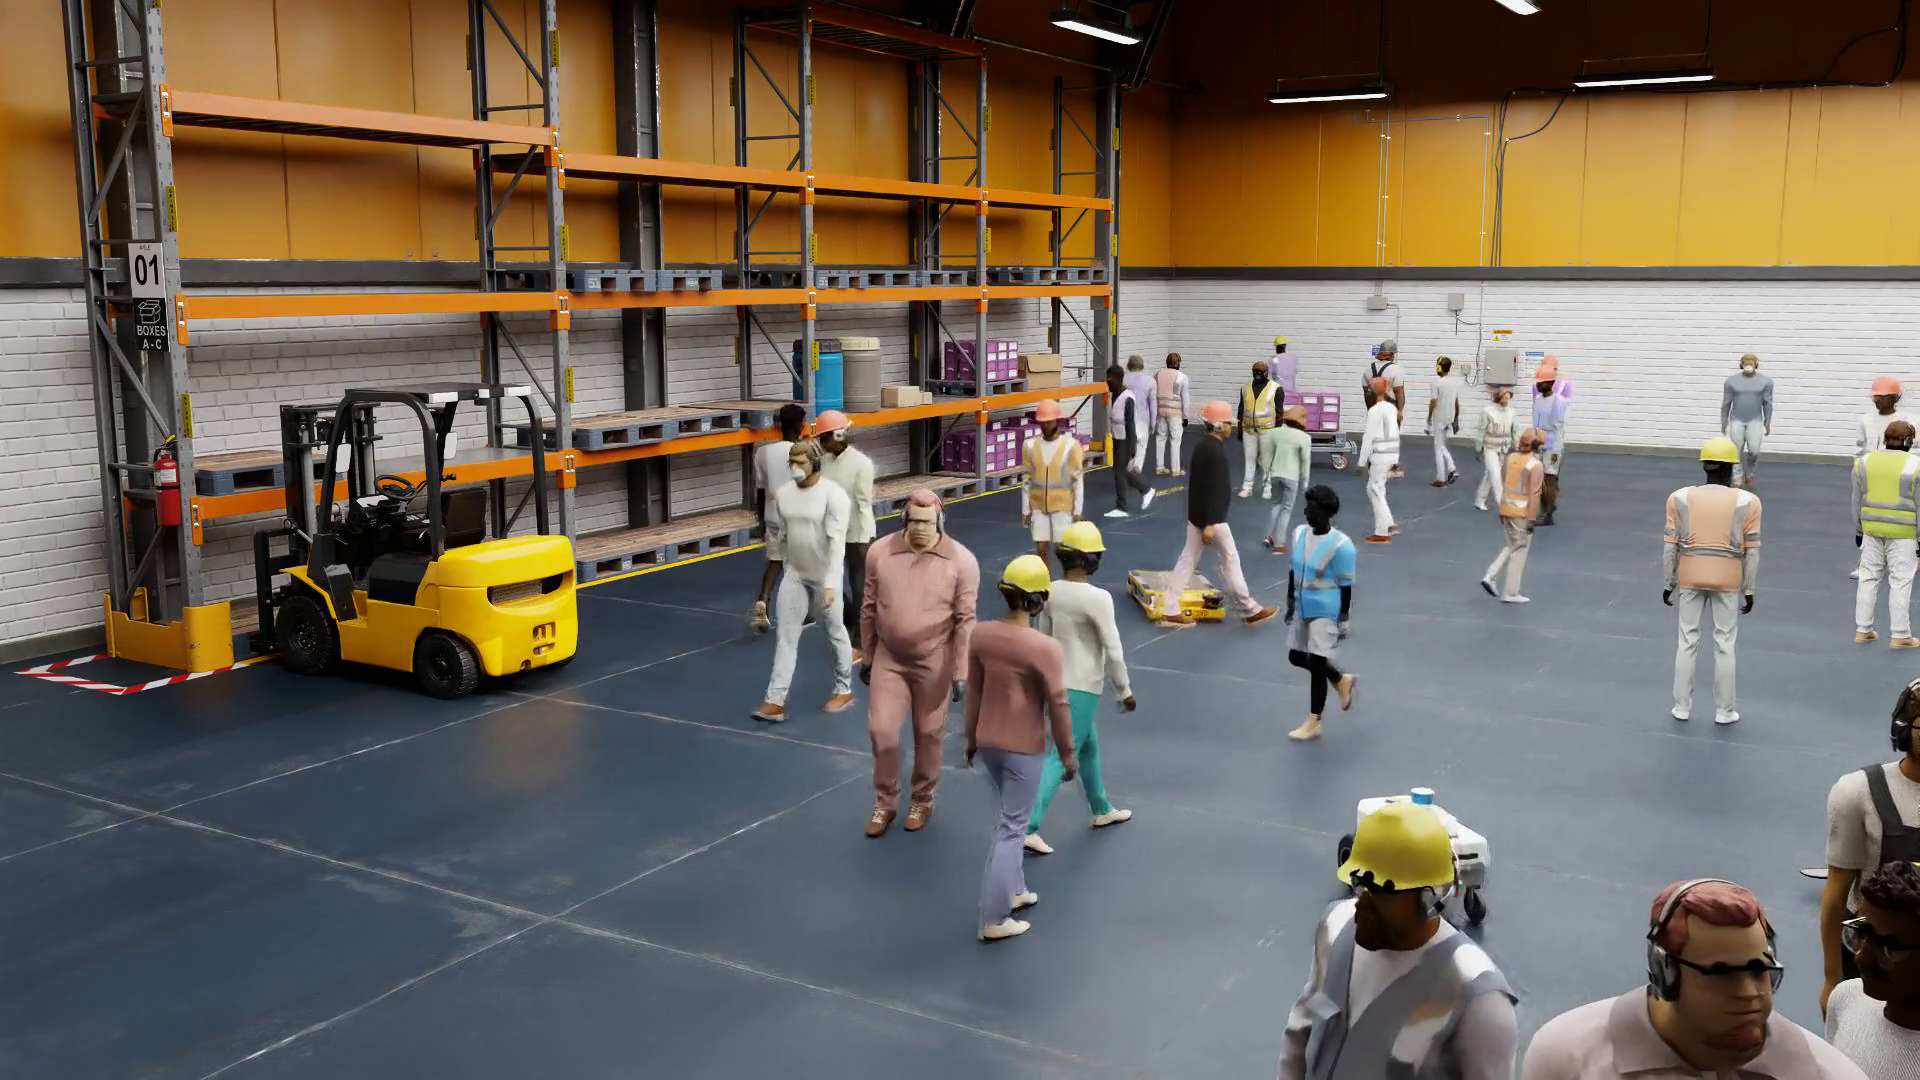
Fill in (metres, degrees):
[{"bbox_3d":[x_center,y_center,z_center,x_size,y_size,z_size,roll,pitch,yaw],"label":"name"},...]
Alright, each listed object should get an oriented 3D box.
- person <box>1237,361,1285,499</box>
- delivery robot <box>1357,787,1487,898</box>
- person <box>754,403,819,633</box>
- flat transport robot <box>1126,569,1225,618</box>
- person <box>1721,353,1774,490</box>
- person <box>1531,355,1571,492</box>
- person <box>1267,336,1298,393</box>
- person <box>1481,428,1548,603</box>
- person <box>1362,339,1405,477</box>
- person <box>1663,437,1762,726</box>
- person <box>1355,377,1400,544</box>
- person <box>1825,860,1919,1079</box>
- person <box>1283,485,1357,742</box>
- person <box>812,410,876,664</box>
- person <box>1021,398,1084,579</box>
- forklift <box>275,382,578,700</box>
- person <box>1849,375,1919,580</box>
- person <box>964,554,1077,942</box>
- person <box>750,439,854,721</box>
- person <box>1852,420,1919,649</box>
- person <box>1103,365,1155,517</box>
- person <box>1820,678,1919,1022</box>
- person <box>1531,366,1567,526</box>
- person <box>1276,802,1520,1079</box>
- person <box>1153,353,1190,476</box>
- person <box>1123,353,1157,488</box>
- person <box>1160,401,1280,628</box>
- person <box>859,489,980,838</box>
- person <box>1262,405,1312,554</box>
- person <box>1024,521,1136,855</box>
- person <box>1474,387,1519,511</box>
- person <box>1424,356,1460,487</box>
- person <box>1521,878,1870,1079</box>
[{"bbox_3d":[4.004,-1.470,22.279,0.634,1.839,0.429,6,11,31],"label":"person"},{"bbox_3d":[2.192,1.424,7.918,0.477,0.478,0.707,-2,9,-15],"label":"delivery robot"},{"bbox_3d":[-1.456,-0.173,13.867,0.620,1.939,0.785,3,10,19],"label":"person"},{"bbox_3d":[1.930,0.473,15.031,0.652,0.197,1.431,0,9,-3],"label":"flat transport robot"},{"bbox_3d":[10.781,-1.606,22.835,0.649,1.925,0.448,4,10,26],"label":"person"},{"bbox_3d":[8.005,-1.559,22.680,0.549,1.891,0.963,7,11,36],"label":"person"},{"bbox_3d":[5.691,-2.685,29.669,0.626,1.919,0.567,-4,10,-21],"label":"person"},{"bbox_3d":[5.079,-0.220,15.154,0.430,1.614,0.536,-2,9,-13],"label":"person"},{"bbox_3d":[6.336,-1.956,24.686,0.537,2.000,0.674,-7,11,-36],"label":"person"},{"bbox_3d":[5.007,0.275,11.121,0.589,1.924,0.384,5,10,29],"label":"person"},{"bbox_3d":[4.671,-0.881,18.525,0.414,1.867,0.616,6,11,35],"label":"person"},{"bbox_3d":[1.860,1.544,3.370,0.329,1.872,0.507,-3,10,-17],"label":"person"},{"bbox_3d":[2.400,0.456,10.752,0.591,1.671,0.559,-5,10,-28],"label":"person"},{"bbox_3d":[-0.881,-0.020,12.849,0.670,1.965,0.443,8,12,39],"label":"person"},{"bbox_3d":[0.823,-0.308,14.788,0.555,1.924,0.550,3,10,19],"label":"person"},{"bbox_3d":[-3.974,-0.067,12.417,2.313,2.155,1.214,5,11,30],"label":"forklift"},{"bbox_3d":[9.126,-0.617,16.388,0.736,2.020,0.618,-6,11,-33],"label":"person"},{"bbox_3d":[0.299,0.930,7.597,0.548,1.740,0.669,9,12,43],"label":"person"},{"bbox_3d":[-1.047,0.285,11.147,0.650,1.896,0.986,5,11,31],"label":"person"},{"bbox_3d":[7.515,-0.048,13.411,0.429,1.840,0.624,-6,11,-33],"label":"person"},{"bbox_3d":[2.106,-1.236,20.678,0.653,1.889,0.638,-3,9,-16],"label":"person"},{"bbox_3d":[2.820,1.301,4.966,0.507,1.847,0.351,0,9,-1],"label":"person"},{"bbox_3d":[6.959,-1.113,19.805,0.439,1.922,0.556,-4,10,-22],"label":"person"},{"bbox_3d":[1.032,1.485,4.037,0.946,1.787,0.592,-4,10,-24],"label":"person"},{"bbox_3d":[3.157,-1.869,24.812,0.619,1.836,0.431,7,11,37],"label":"person"},{"bbox_3d":[2.411,-1.639,23.161,0.634,1.906,0.838,2,9,14],"label":"person"},{"bbox_3d":[2.176,-0.204,14.048,1.045,1.937,0.644,-1,9,-9],"label":"person"},{"bbox_3d":[-0.242,0.663,8.839,0.665,1.875,0.643,2,9,11],"label":"person"},{"bbox_3d":[3.508,-0.648,17.850,0.536,1.607,0.371,8,12,42],"label":"person"},{"bbox_3d":[0.587,0.762,8.724,0.910,1.724,0.534,-6,11,-32],"label":"person"},{"bbox_3d":[6.746,-1.117,20.847,0.525,1.583,0.899,-3,10,-20],"label":"person"},{"bbox_3d":[6.765,-1.659,23.428,0.509,1.856,0.387,-6,11,-33],"label":"person"},{"bbox_3d":[1.356,1.559,3.142,0.651,1.913,0.410,3,10,17],"label":"person"}]
